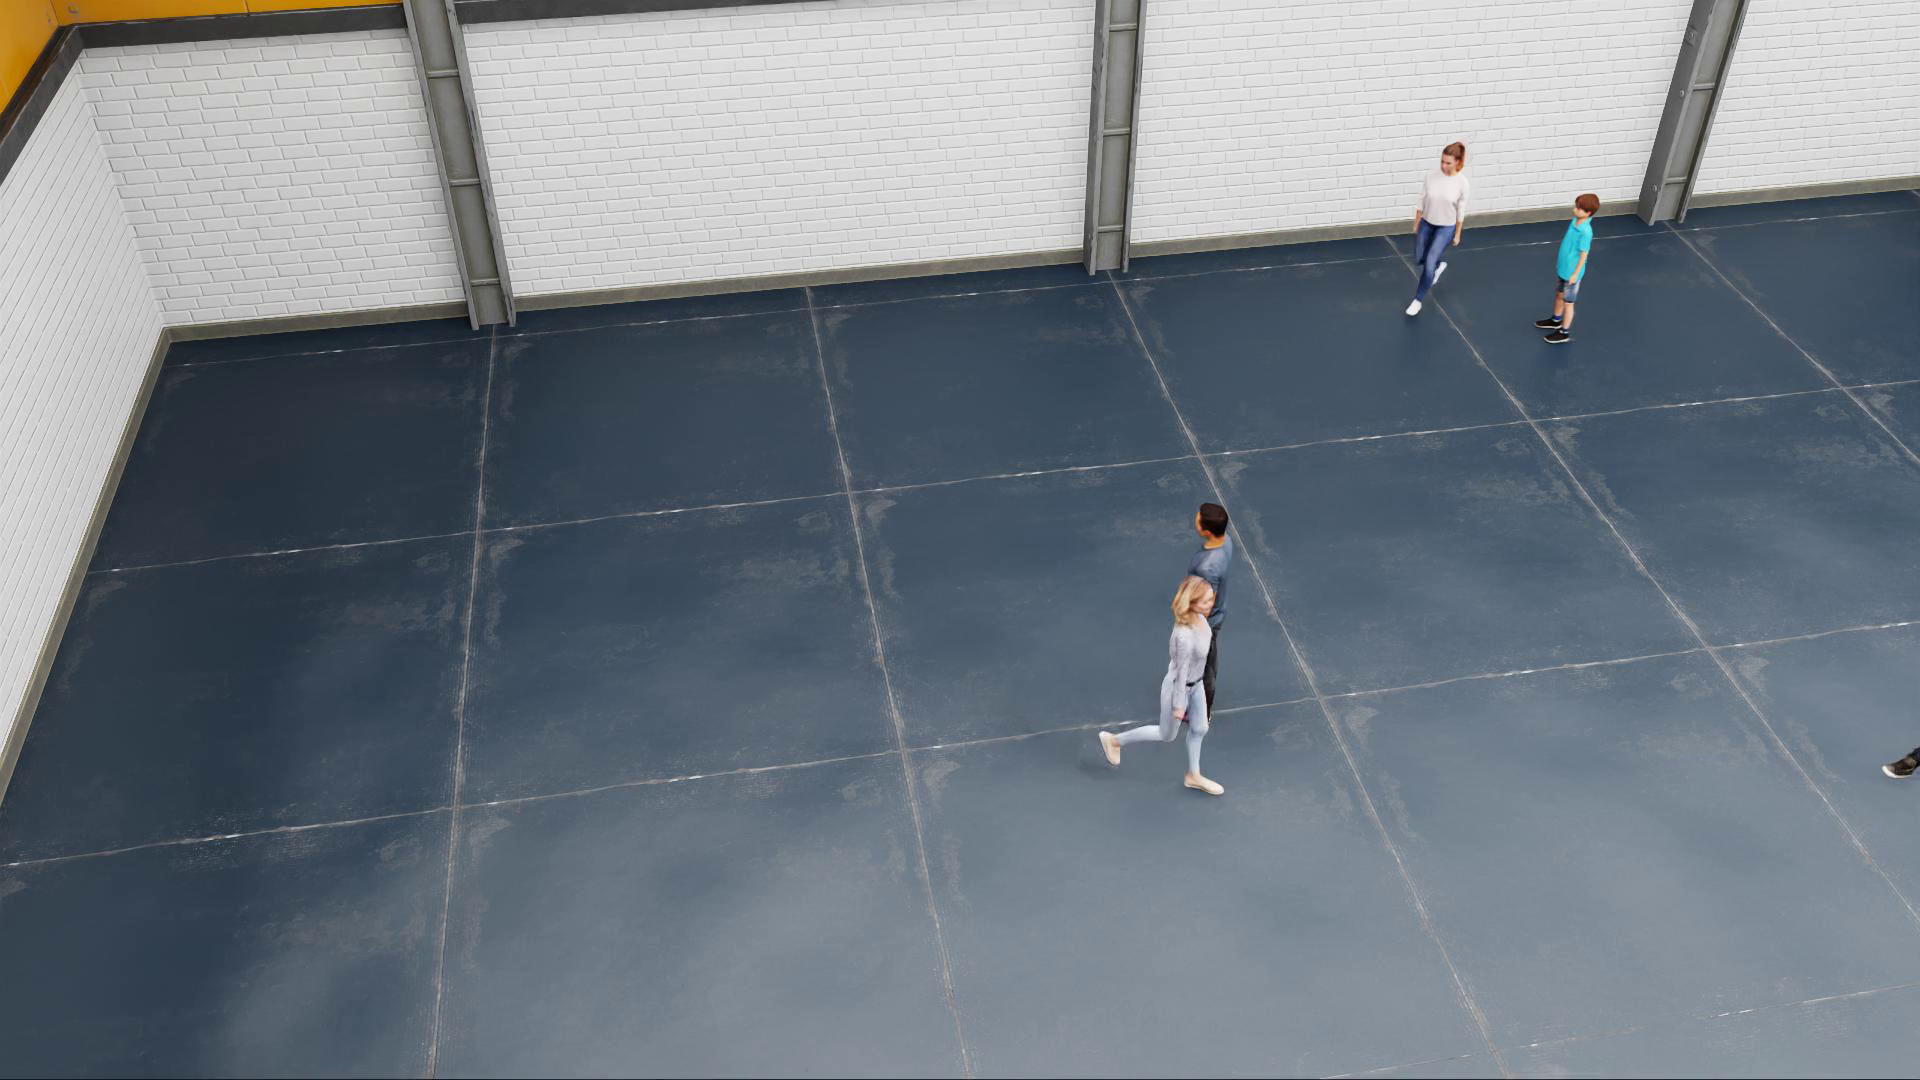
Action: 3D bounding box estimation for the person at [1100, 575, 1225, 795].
[{"bbox_3d":[1.345,0.930,10.669,1.172,1.770,0.968,13,40,16],"label":"person"}]

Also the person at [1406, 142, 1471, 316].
[{"bbox_3d":[4.509,-2.945,15.573,0.956,1.706,1.036,26,45,29],"label":"person"}]

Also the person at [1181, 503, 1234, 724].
[{"bbox_3d":[1.656,0.489,11.194,0.705,1.804,0.731,10,40,12],"label":"person"}]

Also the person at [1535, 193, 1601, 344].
[{"bbox_3d":[5.609,-2.514,15.239,0.497,1.449,0.539,-2,39,-3],"label":"person"}]
